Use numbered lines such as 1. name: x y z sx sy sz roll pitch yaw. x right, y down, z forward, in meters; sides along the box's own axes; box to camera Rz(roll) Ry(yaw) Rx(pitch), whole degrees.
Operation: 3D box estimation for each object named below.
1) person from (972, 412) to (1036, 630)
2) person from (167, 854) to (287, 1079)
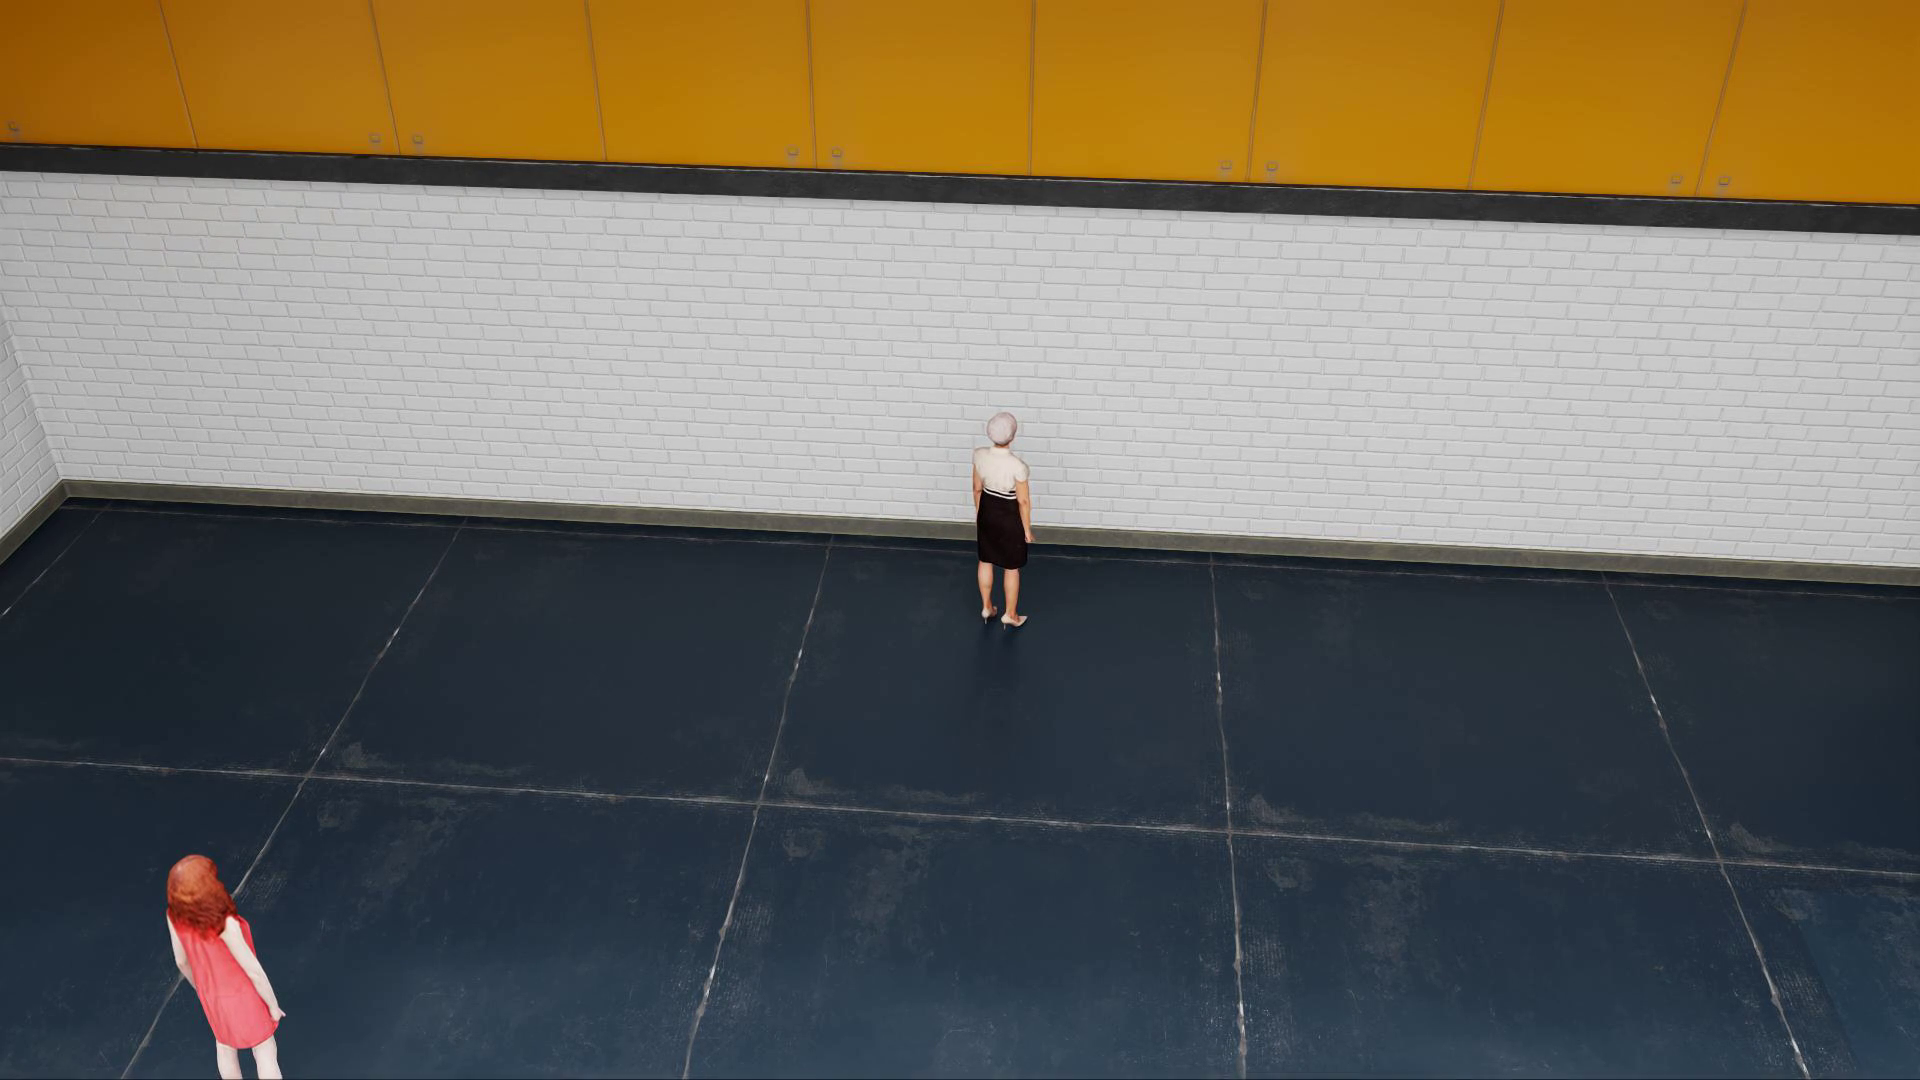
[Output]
1. person: 0.292 -0.125 11.830 0.705 1.756 0.693 20 38 27
2. person: -3.585 2.257 8.183 0.650 1.826 0.592 10 35 15
